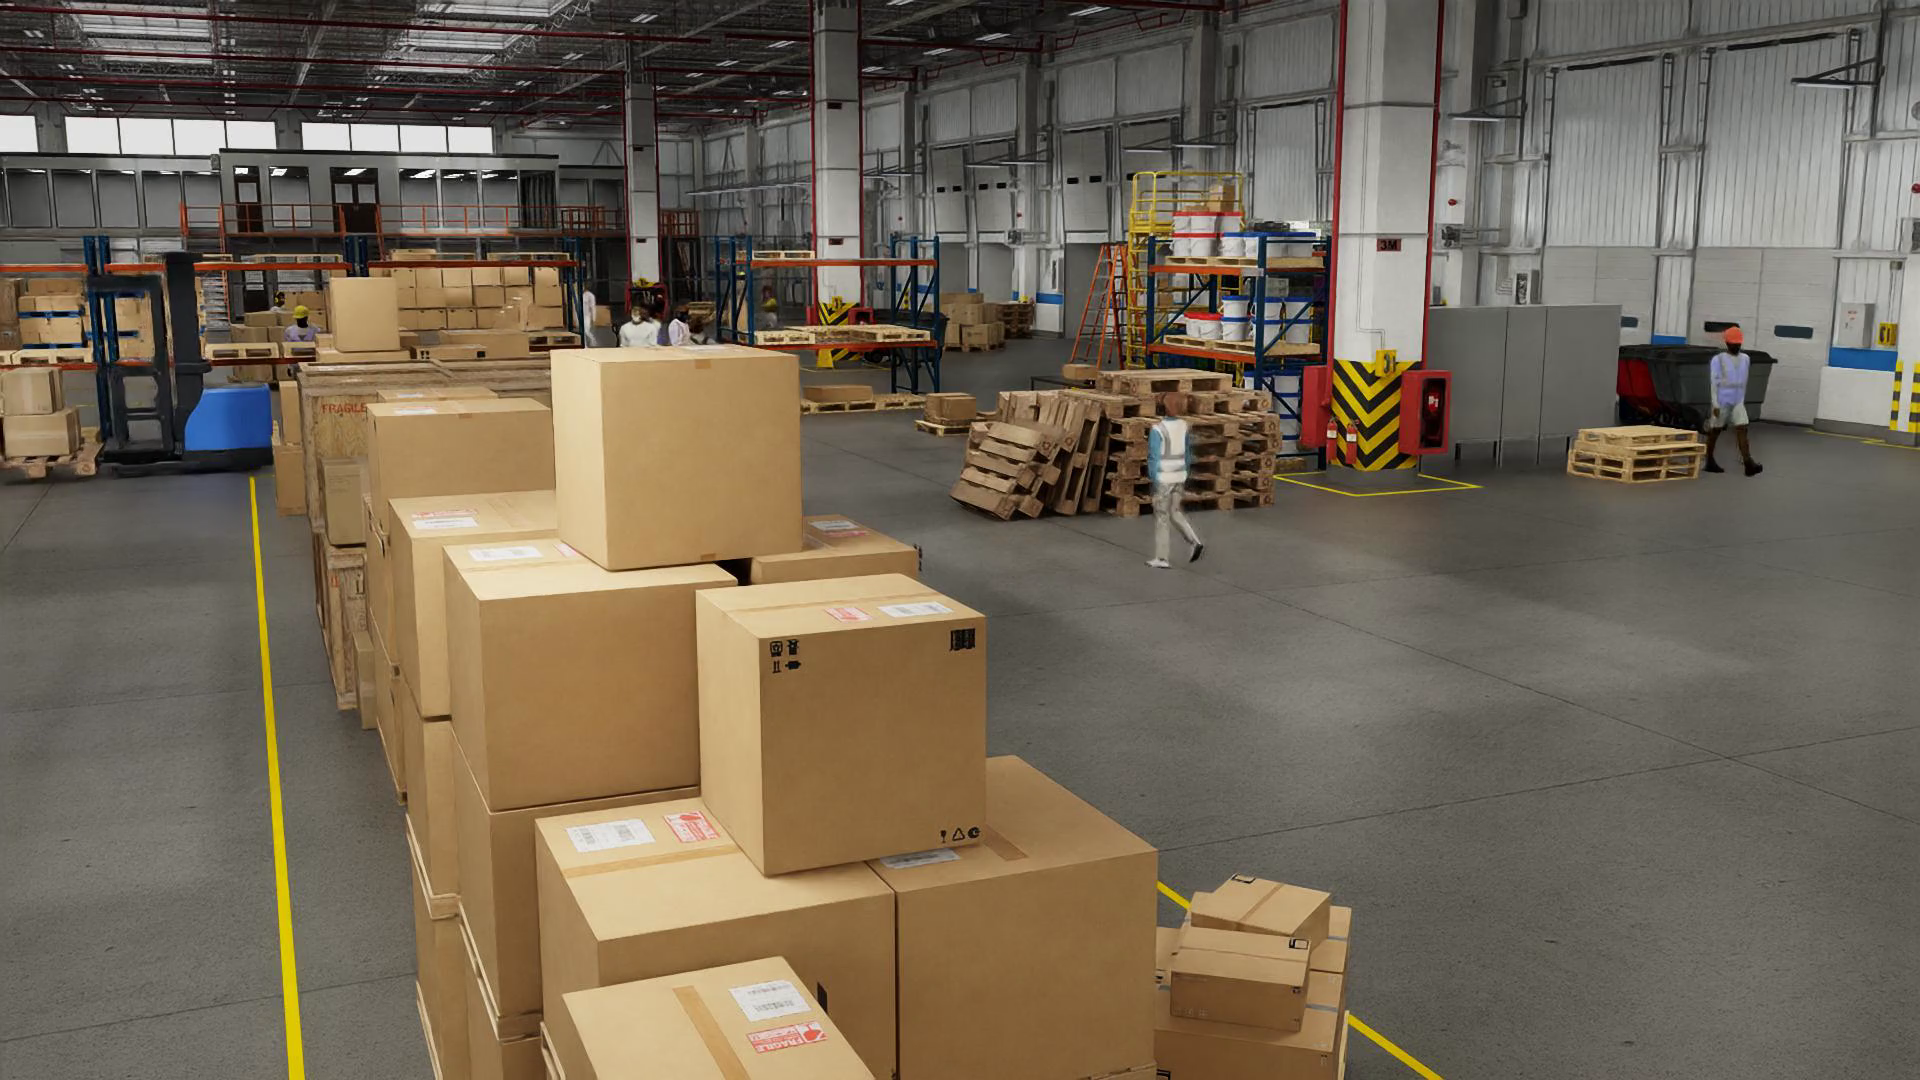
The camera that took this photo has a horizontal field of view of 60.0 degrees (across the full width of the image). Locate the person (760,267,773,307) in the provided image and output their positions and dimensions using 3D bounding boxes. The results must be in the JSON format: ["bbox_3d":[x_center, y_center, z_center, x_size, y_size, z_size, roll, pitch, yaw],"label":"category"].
[{"bbox_3d":[-8.391,-11.130,72.524,0.613,1.974,0.775,-5,12,-28],"label":"person"}]

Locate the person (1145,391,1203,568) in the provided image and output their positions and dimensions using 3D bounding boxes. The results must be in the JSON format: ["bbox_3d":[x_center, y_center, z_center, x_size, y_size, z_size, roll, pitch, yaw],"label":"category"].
[{"bbox_3d":[1.928,-0.533,15.076,0.519,1.629,0.436,-10,14,-43],"label":"person"}]

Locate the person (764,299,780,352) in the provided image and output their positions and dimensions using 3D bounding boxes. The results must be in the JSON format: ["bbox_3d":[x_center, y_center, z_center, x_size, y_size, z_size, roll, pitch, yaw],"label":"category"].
[{"bbox_3d":[-4.075,-4.281,35.476,0.636,1.726,0.490,-6,12,-32],"label":"person"}]

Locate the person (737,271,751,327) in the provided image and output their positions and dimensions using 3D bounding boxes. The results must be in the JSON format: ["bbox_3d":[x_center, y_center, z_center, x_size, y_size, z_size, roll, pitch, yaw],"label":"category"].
[{"bbox_3d":[-7.283,-8.116,56.133,0.425,1.890,0.604,-8,13,-38],"label":"person"}]

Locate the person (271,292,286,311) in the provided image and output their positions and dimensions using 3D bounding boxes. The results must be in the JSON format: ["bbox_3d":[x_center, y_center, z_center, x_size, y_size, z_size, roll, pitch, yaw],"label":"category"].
[{"bbox_3d":[-14.578,-4.386,35.691,0.326,1.861,0.499,1,10,8],"label":"person"}]

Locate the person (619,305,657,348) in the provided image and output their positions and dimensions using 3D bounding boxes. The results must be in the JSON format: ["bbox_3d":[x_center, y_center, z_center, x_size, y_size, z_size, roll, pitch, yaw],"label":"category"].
[{"bbox_3d":[-5.304,-2.934,27.525,0.642,1.916,0.741,0,10,1],"label":"person"}]

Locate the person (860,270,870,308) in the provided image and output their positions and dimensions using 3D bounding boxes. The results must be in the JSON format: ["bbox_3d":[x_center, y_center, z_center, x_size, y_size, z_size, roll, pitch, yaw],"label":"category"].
[{"bbox_3d":[-3.586,-9.003,61.028,0.600,1.906,0.998,-2,10,-10],"label":"person"}]

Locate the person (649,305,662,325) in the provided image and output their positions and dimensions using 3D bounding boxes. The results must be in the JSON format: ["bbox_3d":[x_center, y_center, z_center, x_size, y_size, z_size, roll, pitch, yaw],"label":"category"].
[{"bbox_3d":[-6.281,-3.910,33.615,0.344,1.661,0.609,10,14,44],"label":"person"}]

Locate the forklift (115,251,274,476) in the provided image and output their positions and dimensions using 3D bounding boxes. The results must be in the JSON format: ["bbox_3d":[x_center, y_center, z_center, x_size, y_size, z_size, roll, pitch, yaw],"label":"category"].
[{"bbox_3d":[-9.927,-2.314,21.440,1.873,2.768,1.129,-4,11,-23],"label":"forklift"}]

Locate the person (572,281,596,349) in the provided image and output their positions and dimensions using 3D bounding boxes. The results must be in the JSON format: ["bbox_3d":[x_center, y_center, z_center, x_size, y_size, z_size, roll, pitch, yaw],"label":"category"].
[{"bbox_3d":[-9.630,-5.657,42.507,0.641,1.928,0.437,3,11,17],"label":"person"}]

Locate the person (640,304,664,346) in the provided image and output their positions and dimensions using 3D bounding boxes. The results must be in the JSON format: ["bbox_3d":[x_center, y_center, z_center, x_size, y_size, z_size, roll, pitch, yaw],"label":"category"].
[{"bbox_3d":[-5.445,-3.158,28.881,0.597,1.874,1.003,1,10,7],"label":"person"}]

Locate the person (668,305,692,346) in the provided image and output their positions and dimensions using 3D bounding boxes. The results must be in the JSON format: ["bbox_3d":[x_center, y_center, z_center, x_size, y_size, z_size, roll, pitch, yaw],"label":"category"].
[{"bbox_3d":[-4.856,-3.178,29.075,0.430,1.841,0.624,2,10,11],"label":"person"}]

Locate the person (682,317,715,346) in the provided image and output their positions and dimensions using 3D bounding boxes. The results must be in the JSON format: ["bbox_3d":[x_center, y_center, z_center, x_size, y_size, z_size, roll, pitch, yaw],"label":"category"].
[{"bbox_3d":[-3.915,-2.440,25.028,0.543,1.829,0.428,-4,11,-23],"label":"person"}]

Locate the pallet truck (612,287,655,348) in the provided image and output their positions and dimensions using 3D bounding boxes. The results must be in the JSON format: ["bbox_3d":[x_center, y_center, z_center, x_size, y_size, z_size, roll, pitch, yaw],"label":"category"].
[{"bbox_3d":[-6.464,-4.406,35.401,0.823,1.965,1.885,6,12,32],"label":"pallet truck"}]

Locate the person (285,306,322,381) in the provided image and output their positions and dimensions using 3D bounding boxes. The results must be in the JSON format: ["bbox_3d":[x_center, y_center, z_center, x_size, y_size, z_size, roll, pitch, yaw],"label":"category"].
[{"bbox_3d":[-10.639,-2.844,27.016,0.585,1.917,0.381,-2,10,-11],"label":"person"}]

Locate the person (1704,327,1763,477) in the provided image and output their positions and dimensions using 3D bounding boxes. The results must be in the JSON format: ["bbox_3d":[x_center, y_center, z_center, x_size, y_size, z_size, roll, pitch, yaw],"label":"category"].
[{"bbox_3d":[9.776,-1.734,21.002,0.561,1.877,0.987,-2,10,-11],"label":"person"}]
